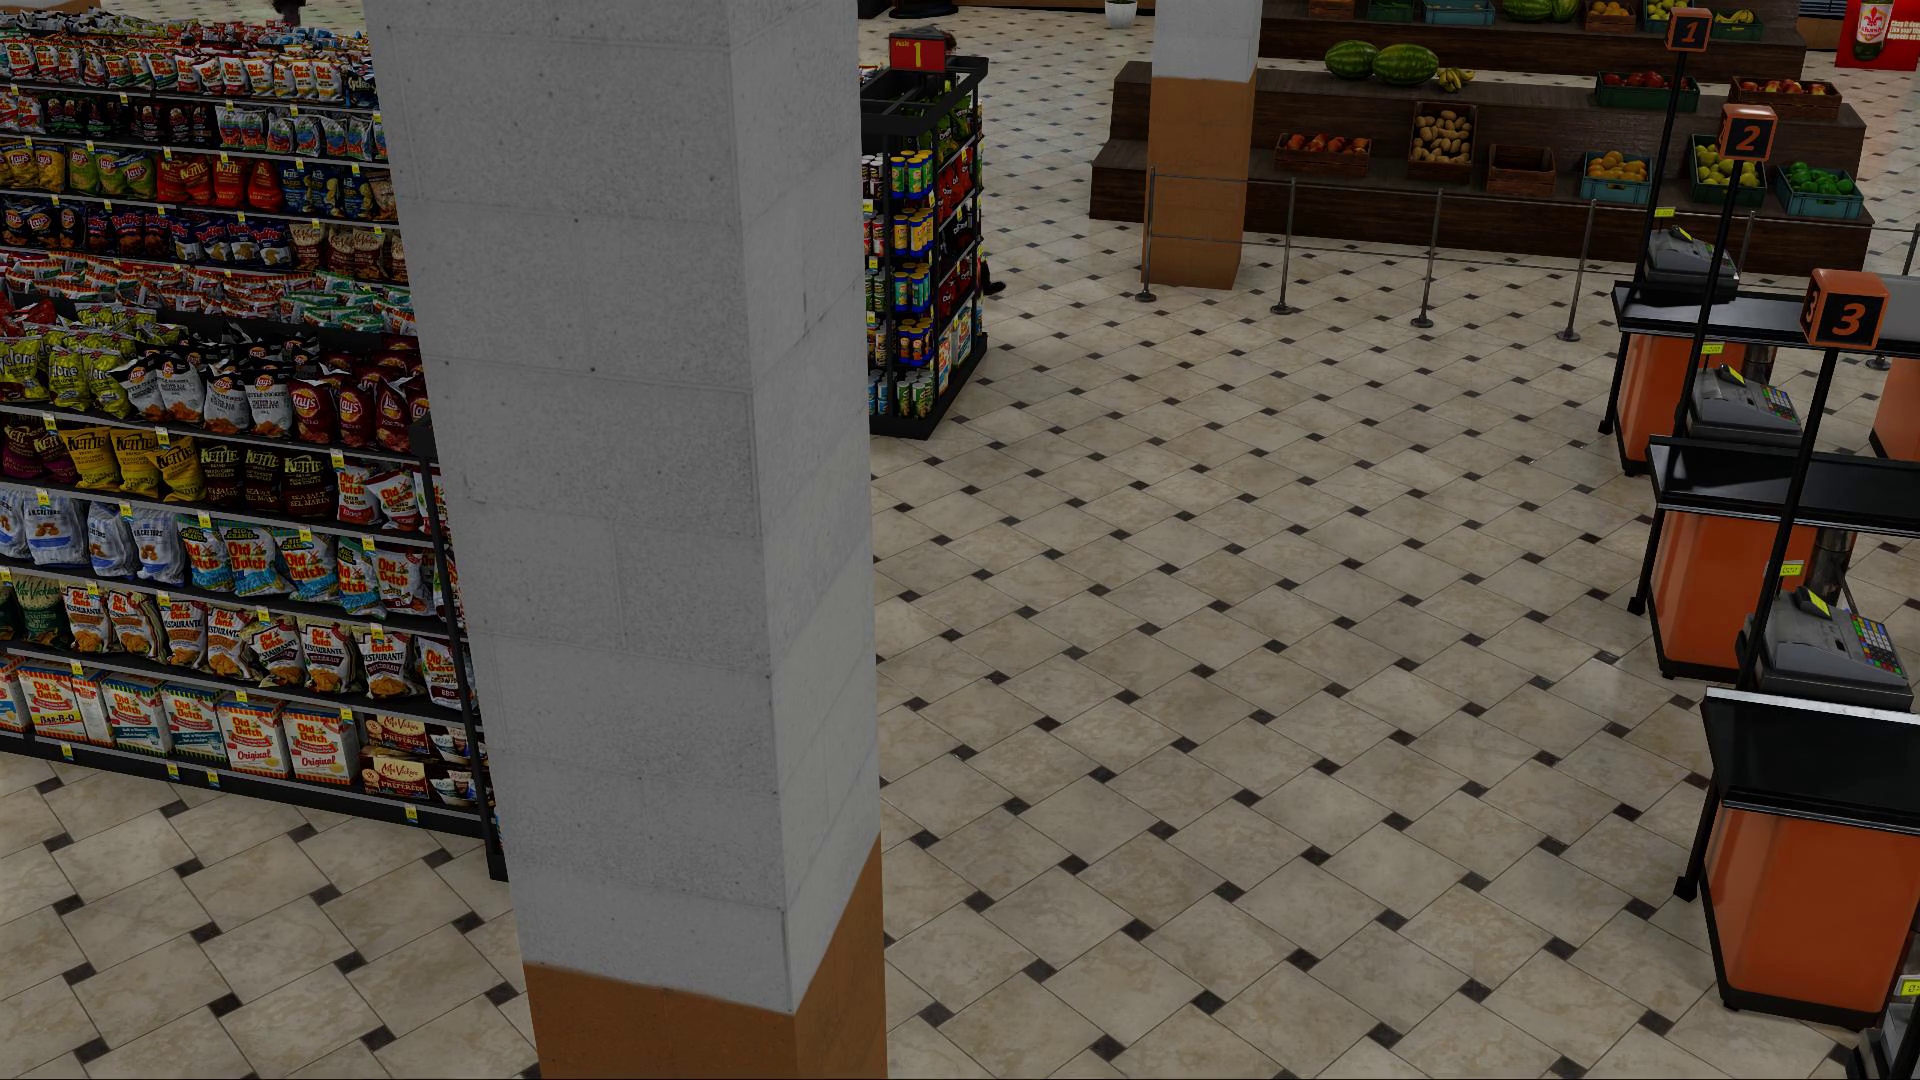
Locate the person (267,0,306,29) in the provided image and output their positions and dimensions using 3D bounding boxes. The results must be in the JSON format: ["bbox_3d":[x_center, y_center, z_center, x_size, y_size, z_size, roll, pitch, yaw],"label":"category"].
[{"bbox_3d":[-7.664,-6.209,18.759,0.933,1.655,0.757,12,31,21],"label":"person"}]
